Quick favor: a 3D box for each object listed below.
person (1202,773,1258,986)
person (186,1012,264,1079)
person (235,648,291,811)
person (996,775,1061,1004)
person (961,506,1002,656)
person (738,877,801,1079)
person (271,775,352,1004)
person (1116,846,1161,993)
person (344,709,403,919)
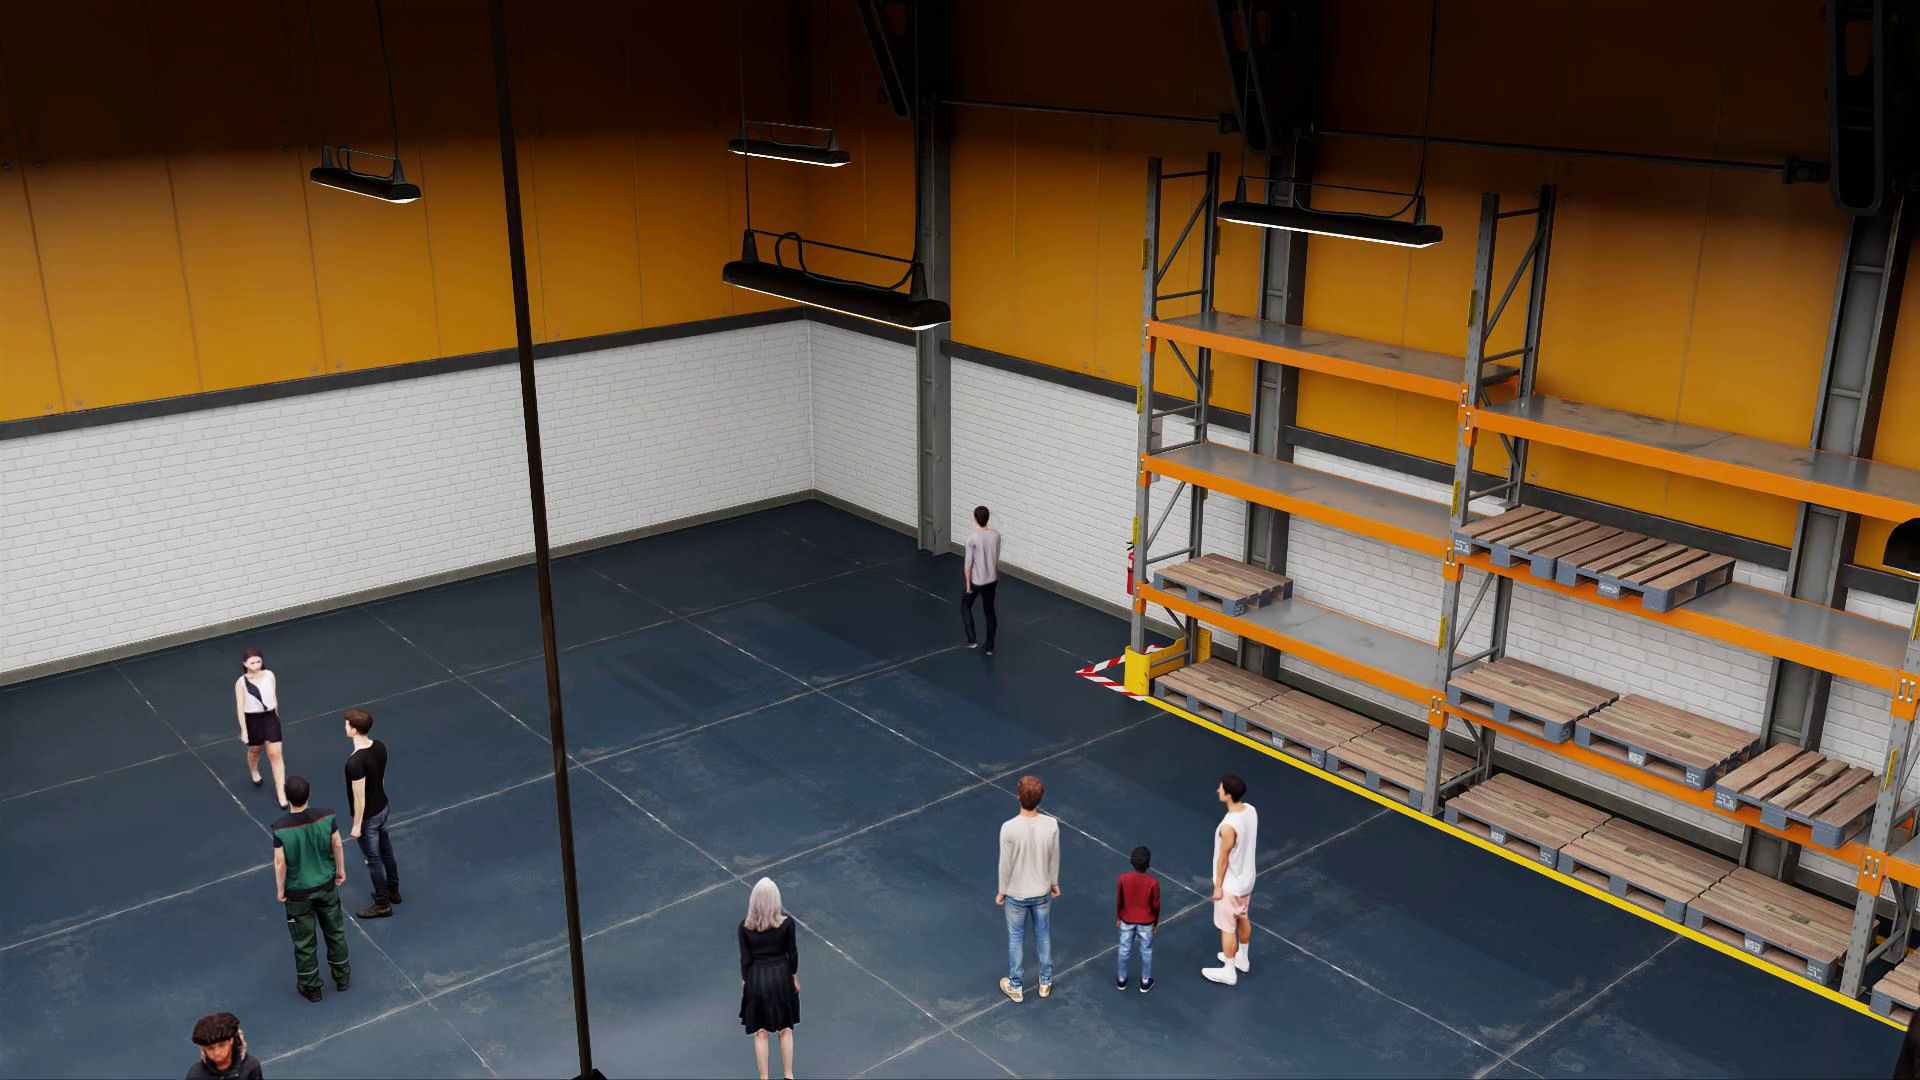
[{"bbox_3d":[2.219,2.722,13.392,0.649,1.782,0.680,13,22,33],"label":"person"},{"bbox_3d":[-4.554,3.732,10.397,0.664,1.780,0.650,-10,21,-27],"label":"person"},{"bbox_3d":[-6.910,1.821,16.340,0.598,1.609,1.084,-16,25,-40],"label":"person"},{"bbox_3d":[0.540,2.750,13.120,0.755,1.903,0.730,-5,19,-13],"label":"person"},{"bbox_3d":[0.305,0.508,19.892,0.744,1.830,0.761,-8,20,-23],"label":"person"},{"bbox_3d":[-1.373,3.219,11.974,0.697,1.746,0.714,-4,19,-11],"label":"person"},{"bbox_3d":[-5.145,2.735,13.169,0.677,1.900,0.542,-15,24,-37],"label":"person"},{"bbox_3d":[1.420,3.027,13.314,0.566,1.253,0.640,4,19,11],"label":"person"},{"bbox_3d":[-5.078,2.343,14.340,0.814,1.896,0.758,2,19,6],"label":"person"}]
